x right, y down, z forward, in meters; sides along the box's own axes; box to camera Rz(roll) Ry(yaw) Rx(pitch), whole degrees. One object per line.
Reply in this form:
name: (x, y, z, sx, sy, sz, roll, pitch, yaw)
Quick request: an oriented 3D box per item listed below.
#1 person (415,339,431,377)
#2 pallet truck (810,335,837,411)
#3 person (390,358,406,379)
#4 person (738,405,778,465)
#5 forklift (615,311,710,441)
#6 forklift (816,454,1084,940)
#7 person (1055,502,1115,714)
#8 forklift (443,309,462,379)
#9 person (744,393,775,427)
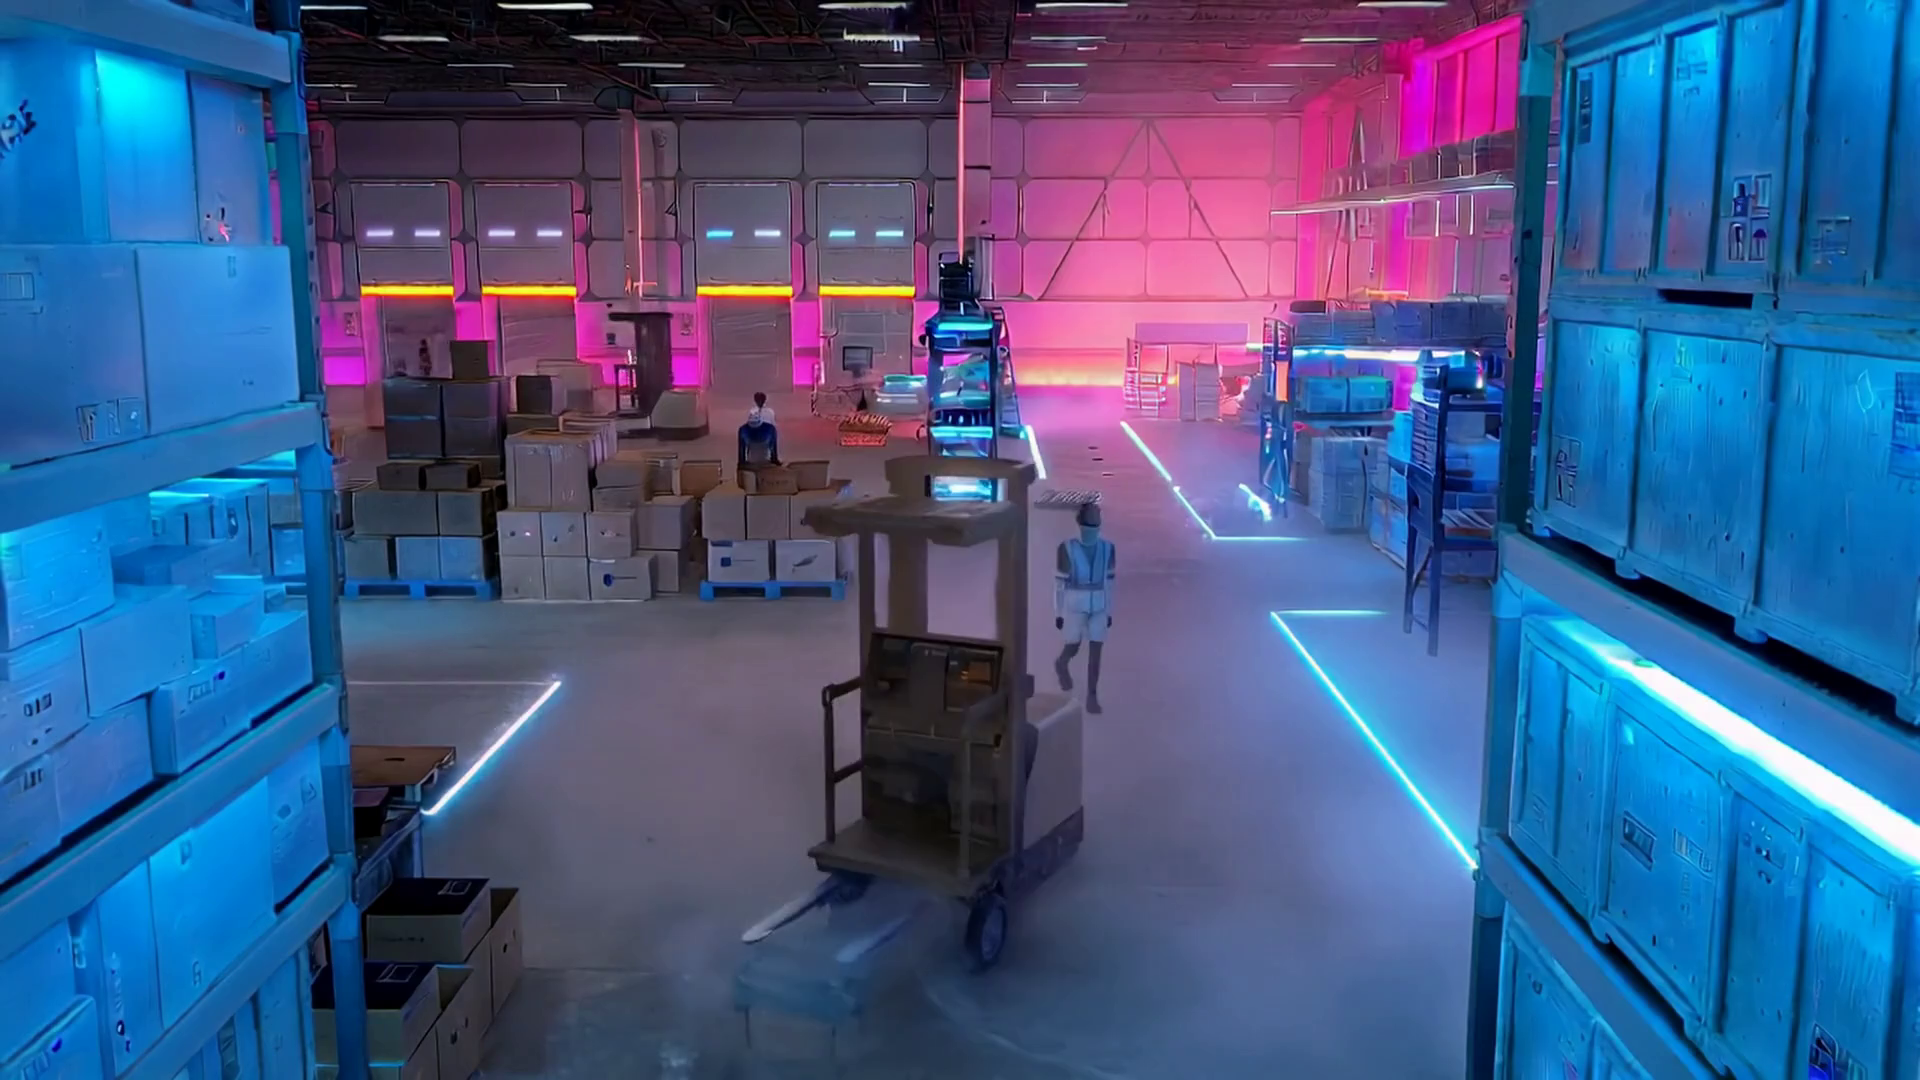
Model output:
person: (-15.280, -4.920, 47.587, 0.806, 1.670, 0.527, 2, 10, 13)
pallet truck: (-3.021, -4.312, 43.126, 1.885, 1.965, 0.823, 3, 10, 17)
person: (-11.686, -2.827, 34.741, 0.372, 1.935, 0.629, 0, 10, 0)
person: (-2.962, -1.026, 24.386, 0.631, 1.930, 0.367, 3, 10, 17)
forklift: (-6.587, -3.643, 36.722, 1.873, 2.768, 1.129, 1, 10, 8)
forklift: (0.009, 0.853, 10.781, 1.129, 2.768, 1.873, 5, 11, 26)
person: (1.109, 0.576, 15.151, 0.553, 1.921, 0.723, -3, 10, -16)
forklift: (-11.663, -3.918, 38.306, 1.873, 2.768, 1.129, -3, 10, -17)
person: (-3.528, -1.760, 29.373, 0.537, 1.664, 0.844, -3, 10, -18)
